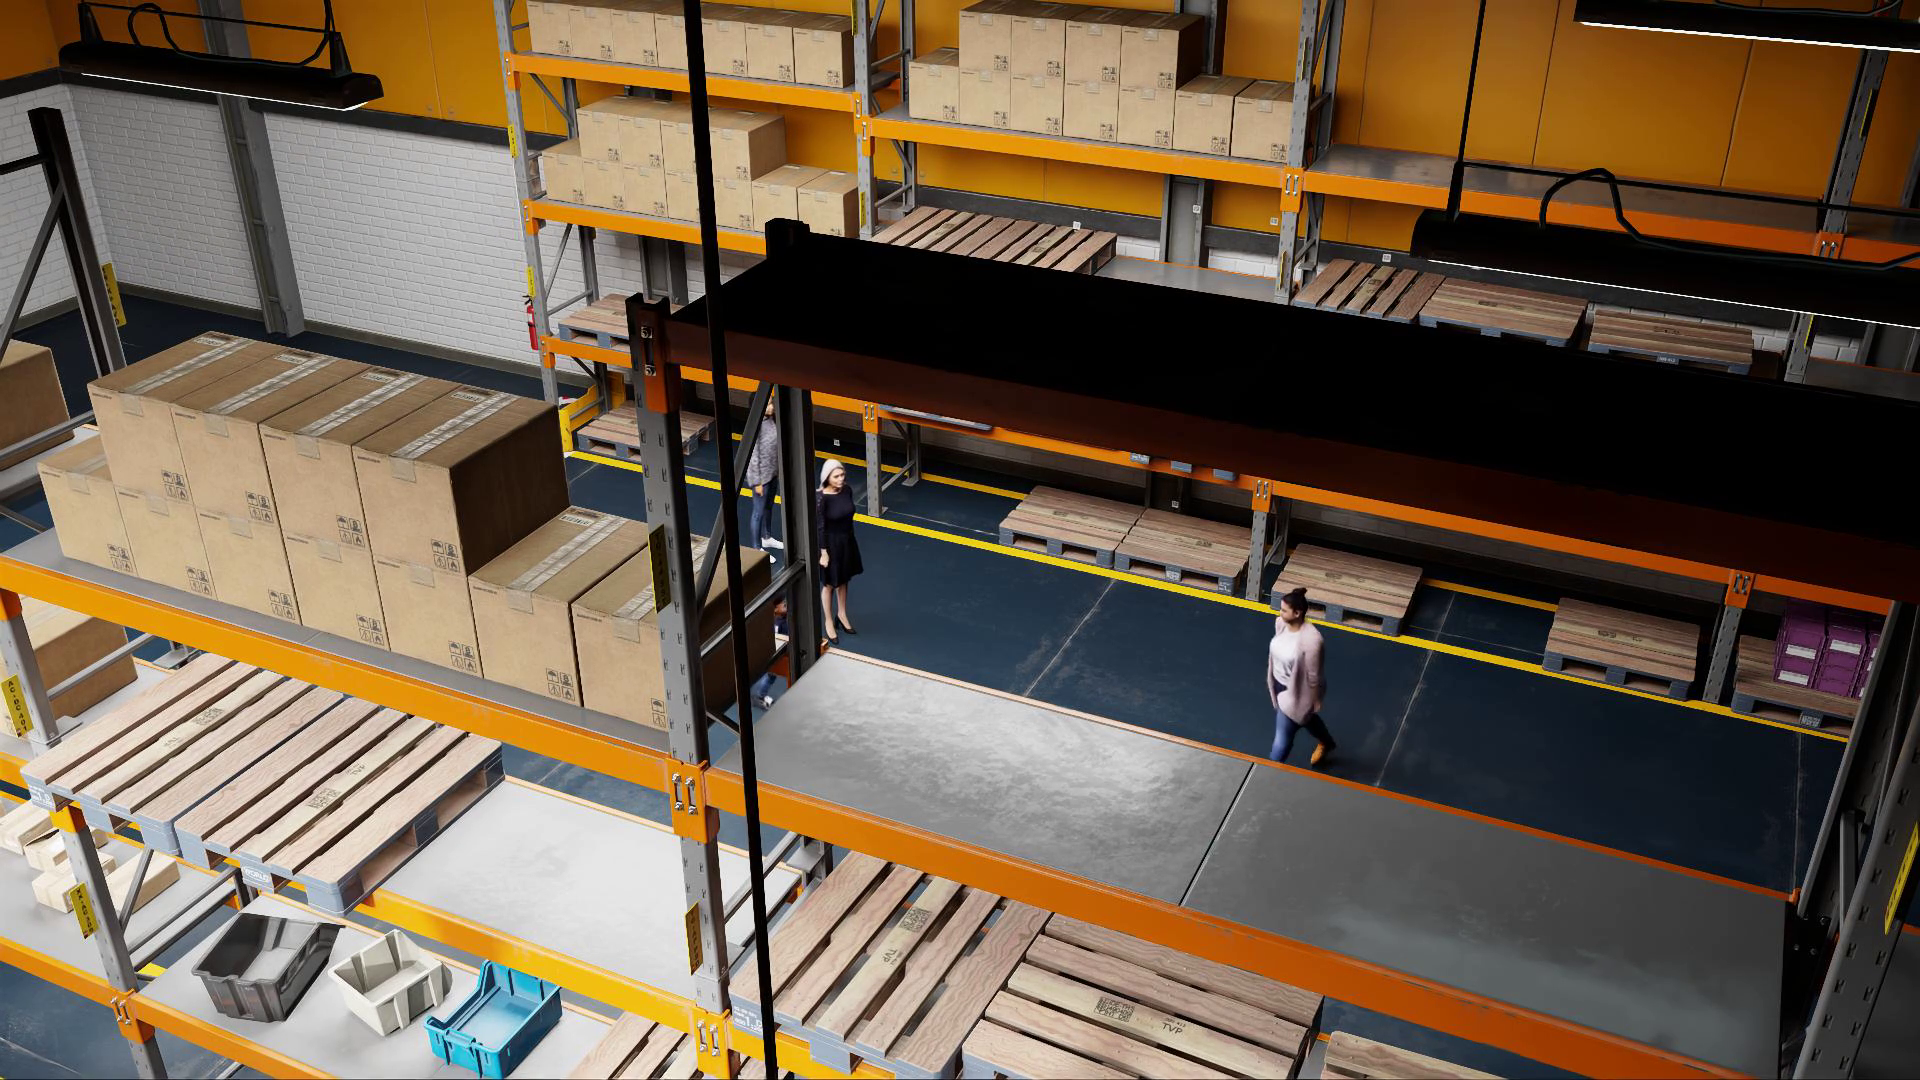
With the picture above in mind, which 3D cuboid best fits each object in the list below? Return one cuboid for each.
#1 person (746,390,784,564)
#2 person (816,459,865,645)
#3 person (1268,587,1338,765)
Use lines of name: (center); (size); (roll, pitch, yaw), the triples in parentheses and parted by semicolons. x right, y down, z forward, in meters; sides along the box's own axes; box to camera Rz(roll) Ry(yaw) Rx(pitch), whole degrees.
person: (-1.892, -0.647, 15.990); (0.541, 1.732, 0.620); (10, 30, 18)
person: (-1.077, 0.082, 14.639); (0.661, 1.746, 0.671); (23, 36, 36)
person: (2.694, 1.105, 12.808); (1.220, 1.704, 1.145); (-11, 31, -20)
